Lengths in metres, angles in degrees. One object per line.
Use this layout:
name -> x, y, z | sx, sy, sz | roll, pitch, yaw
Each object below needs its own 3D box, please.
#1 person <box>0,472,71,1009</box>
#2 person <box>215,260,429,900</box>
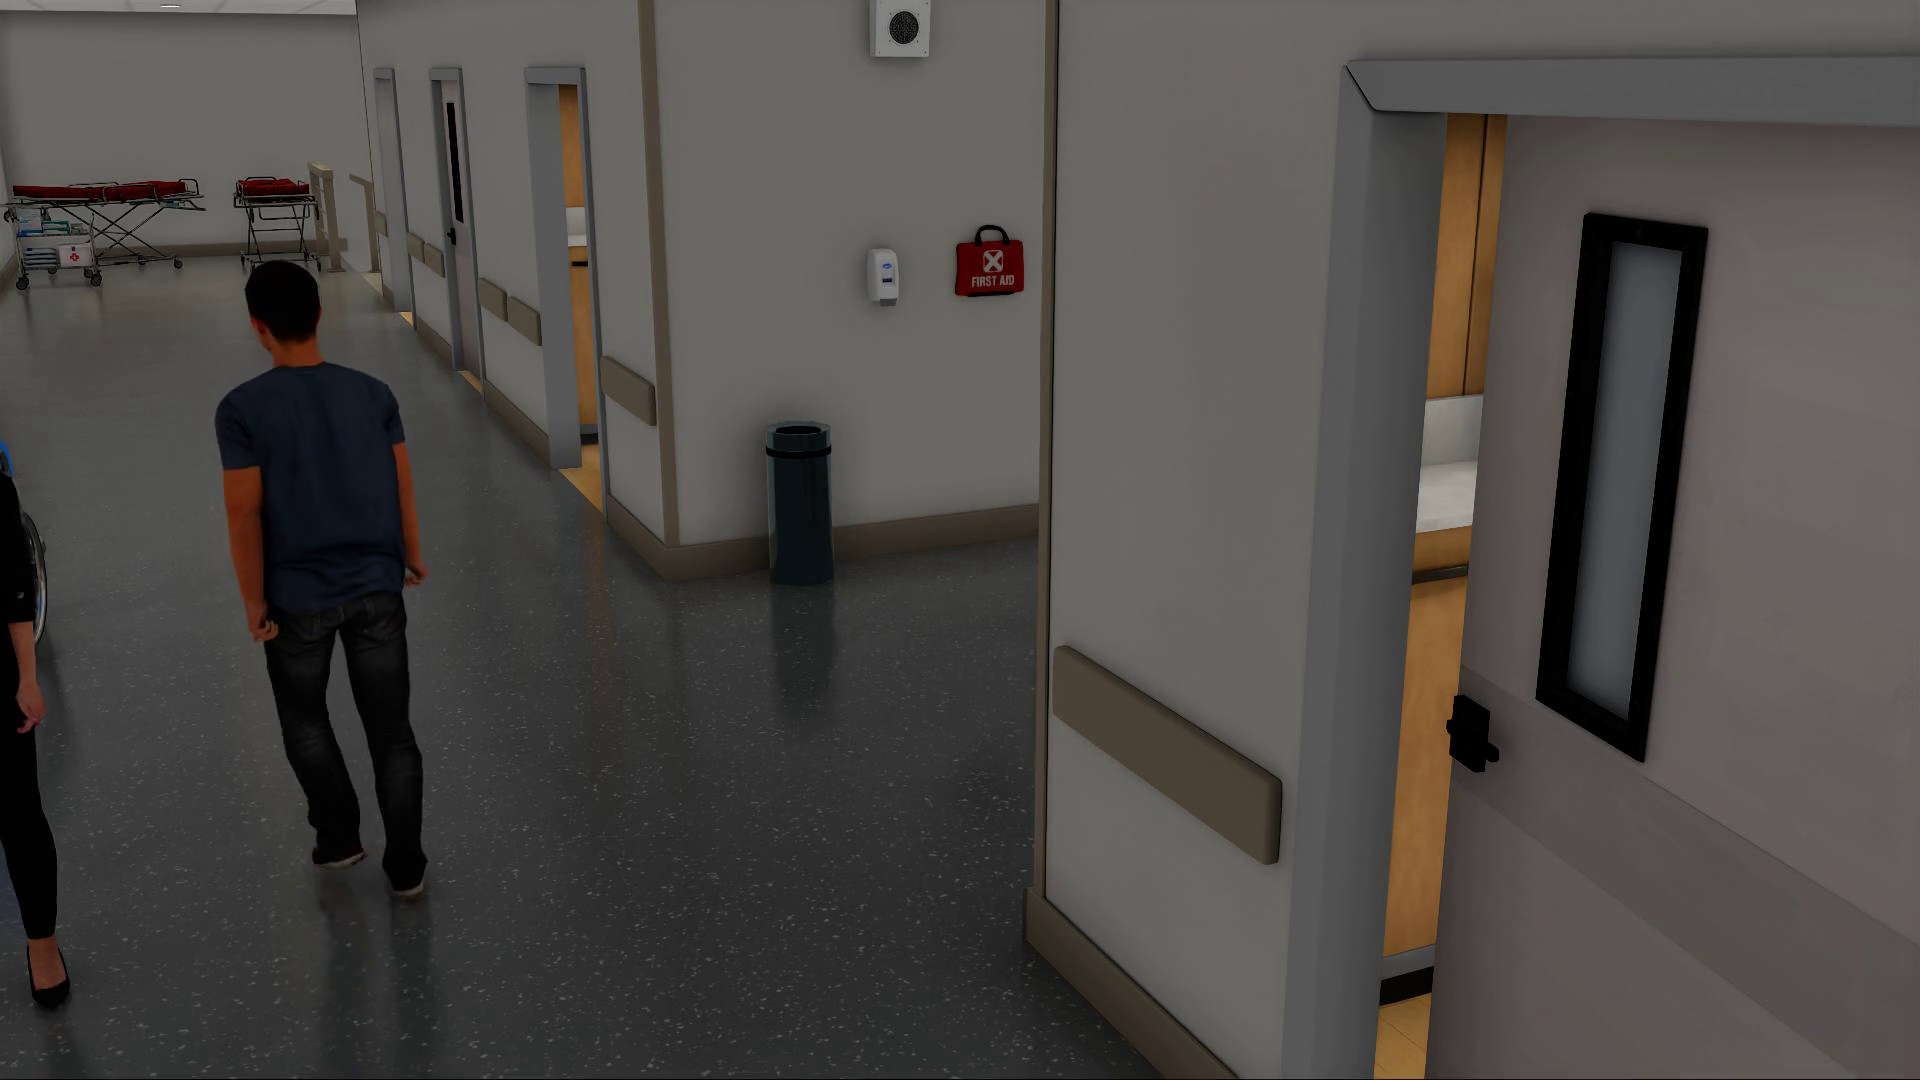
person -> -2.458, 0.372, 4.039 | 0.610, 1.661, 0.566 | -6, 17, -20
person -> -1.698, 0.160, 4.554 | 0.744, 1.790, 0.724 | -8, 18, -27
